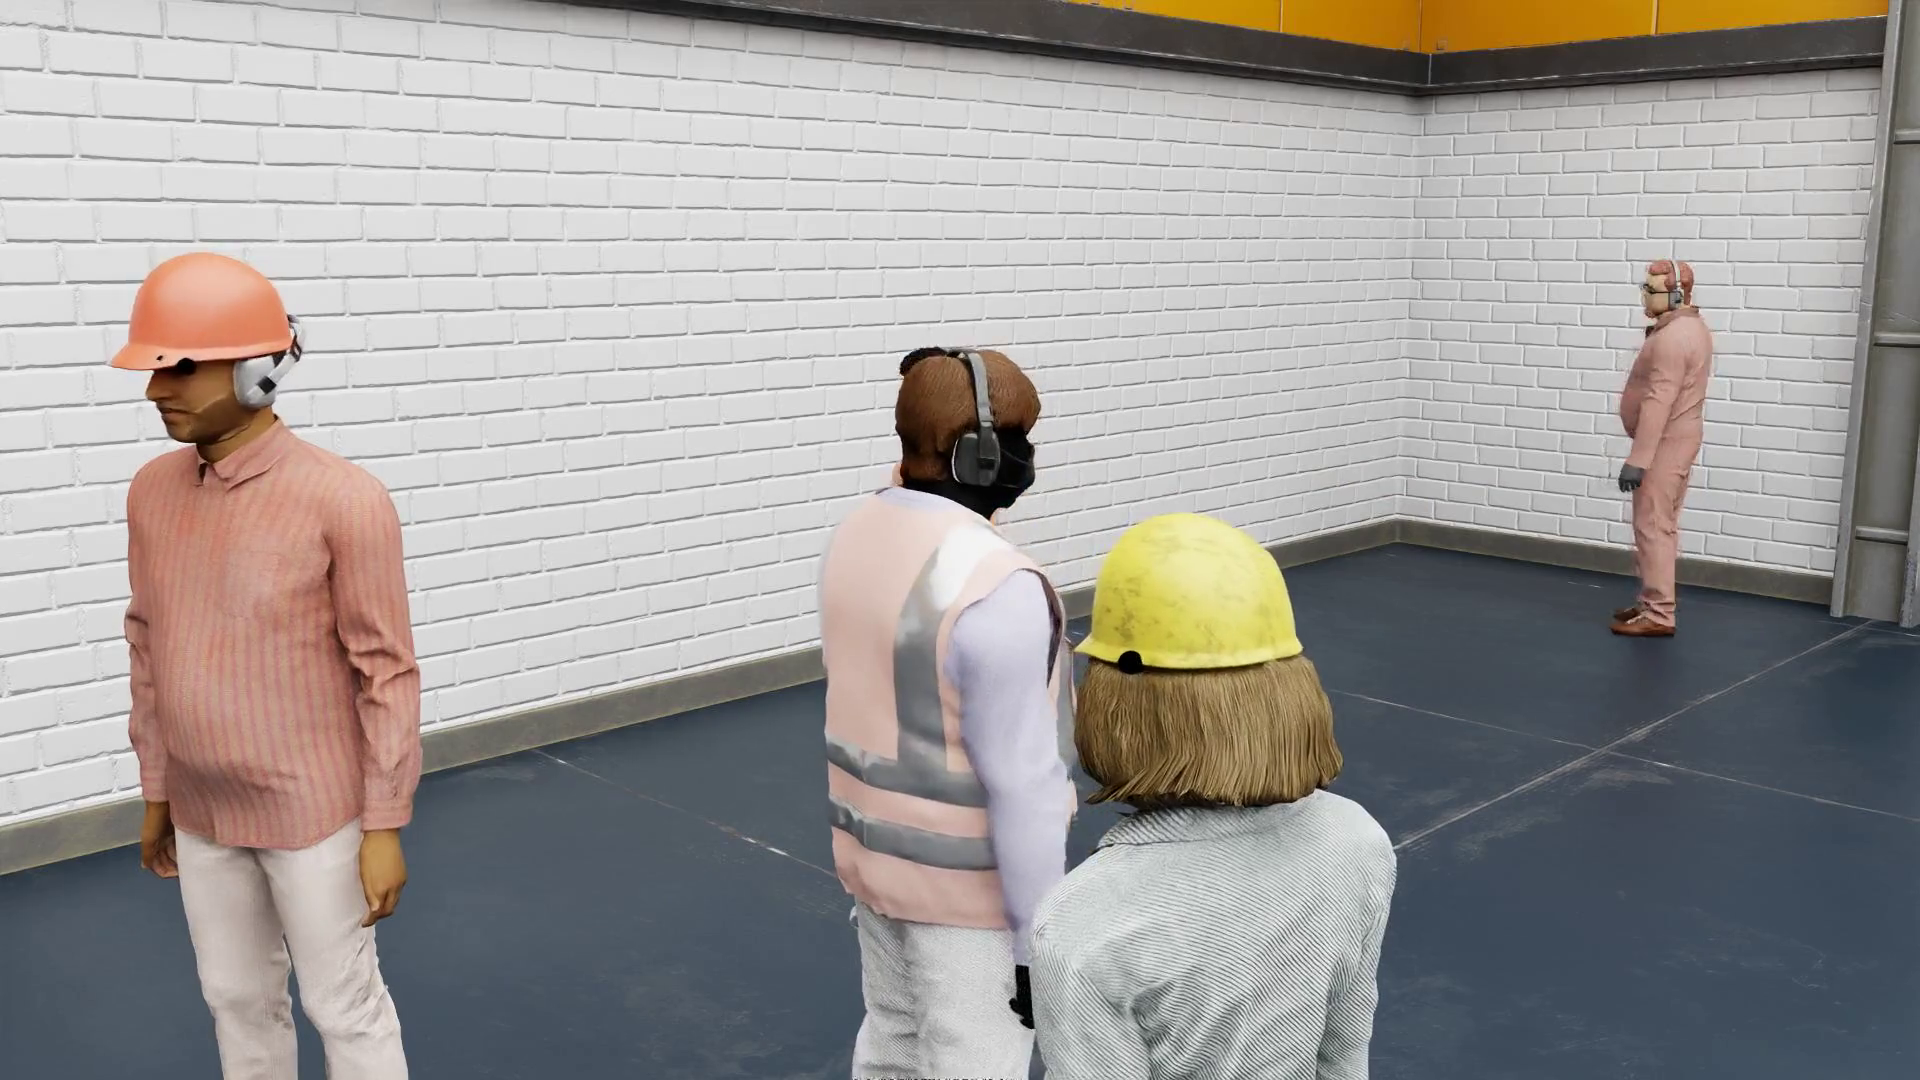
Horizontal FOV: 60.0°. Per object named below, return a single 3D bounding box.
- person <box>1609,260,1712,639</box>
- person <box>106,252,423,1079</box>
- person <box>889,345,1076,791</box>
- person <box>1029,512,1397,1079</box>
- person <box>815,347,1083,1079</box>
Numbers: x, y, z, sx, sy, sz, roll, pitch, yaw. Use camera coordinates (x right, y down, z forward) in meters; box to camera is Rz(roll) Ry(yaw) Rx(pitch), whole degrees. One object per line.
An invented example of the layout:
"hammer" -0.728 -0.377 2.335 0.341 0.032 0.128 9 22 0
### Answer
"person" 3.537 -0.451 8.418 0.402 1.895 0.696 7 12 32
"person" -1.280 0.482 3.048 0.623 1.989 0.400 4 11 22
"person" -0.003 0.211 5.378 0.704 1.678 0.537 7 13 35
"person" 0.251 0.830 1.841 0.485 1.741 0.302 -8 13 -37
"person" -0.008 0.585 2.912 0.429 1.841 0.633 -6 12 -30
